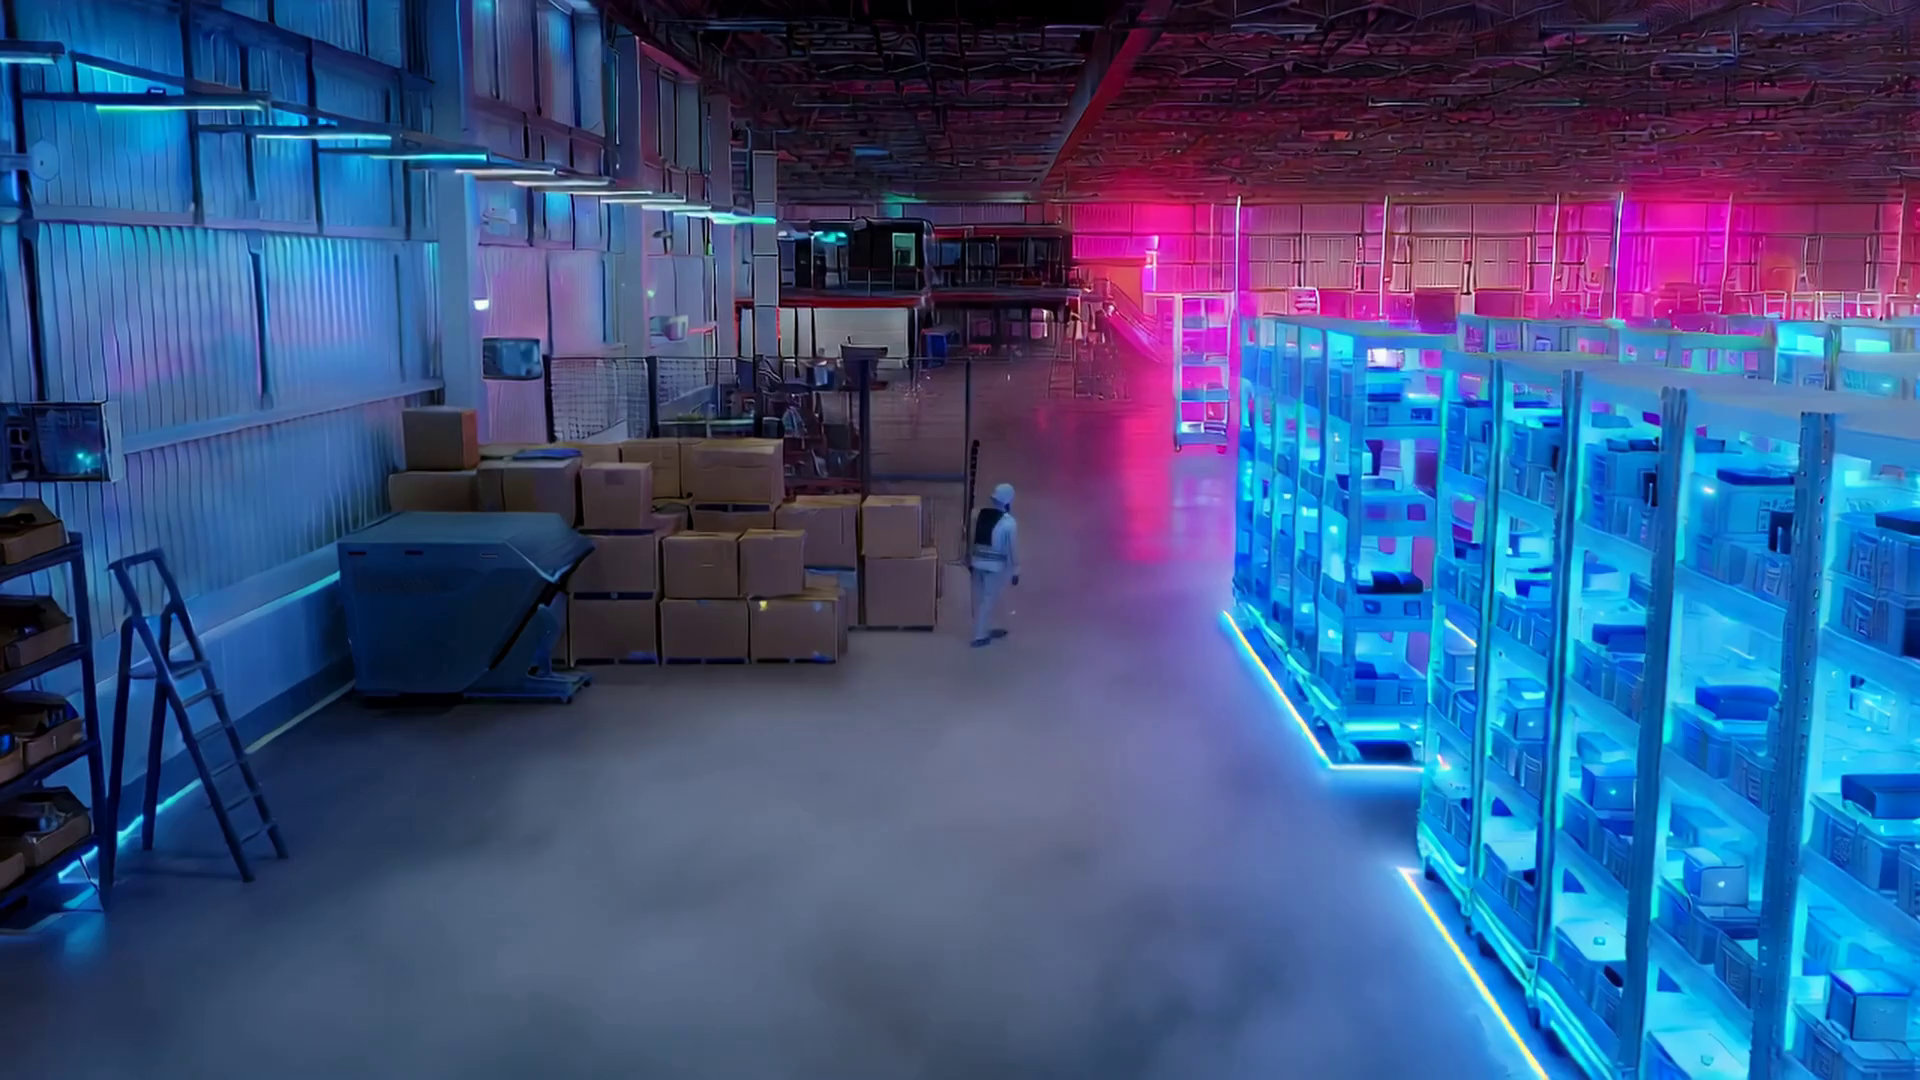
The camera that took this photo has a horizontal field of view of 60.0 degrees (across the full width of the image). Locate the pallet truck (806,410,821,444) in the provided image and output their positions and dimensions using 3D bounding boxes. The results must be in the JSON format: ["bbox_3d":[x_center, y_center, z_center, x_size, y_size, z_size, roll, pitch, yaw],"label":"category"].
[{"bbox_3d":[-3.559,-2.018,33.905,1.522,1.261,0.704,0,9,-1],"label":"pallet truck"}]

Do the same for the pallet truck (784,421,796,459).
[{"bbox_3d":[-4.013,-1.793,32.705,1.601,1.201,0.680,0,9,1],"label":"pallet truck"}]

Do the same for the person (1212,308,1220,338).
[{"bbox_3d":[15.049,-12.610,97.313,0.678,1.924,0.622,4,10,24],"label":"person"}]

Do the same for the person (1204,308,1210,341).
[{"bbox_3d":[14.480,-12.589,97.014,0.631,1.975,0.640,-7,12,-37],"label":"person"}]

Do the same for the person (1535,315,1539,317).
[{"bbox_3d":[28.324,-10.100,81.793,0.640,1.936,0.386,3,10,19],"label":"person"}]

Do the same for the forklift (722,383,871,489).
[{"bbox_3d":[-2.893,-1.687,28.729,2.680,1.987,1.157,0,9,-1],"label":"forklift"}]

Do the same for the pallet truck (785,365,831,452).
[{"bbox_3d":[-3.774,-2.976,37.635,1.885,1.965,0.823,1,9,5],"label":"pallet truck"}]

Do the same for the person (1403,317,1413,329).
[{"bbox_3d":[21.685,-9.863,80.551,0.962,1.857,0.608,-8,12,-40],"label":"person"}]

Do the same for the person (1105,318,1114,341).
[{"bbox_3d":[8.482,-12.125,94.287,0.543,1.928,0.372,4,10,24],"label":"person"}]

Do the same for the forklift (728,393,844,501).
[{"bbox_3d":[-2.979,-1.316,26.476,2.680,1.987,1.157,0,9,1],"label":"forklift"}]

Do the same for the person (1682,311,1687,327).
[{"bbox_3d":[37.875,-10.988,87.066,0.379,1.996,0.609,4,10,21],"label":"person"}]

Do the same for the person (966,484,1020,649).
[{"bbox_3d":[0.403,0.281,18.224,0.596,1.778,0.815,9,13,43],"label":"person"}]

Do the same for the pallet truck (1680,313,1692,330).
[{"bbox_3d":[36.315,-10.531,84.244,0.823,1.965,1.885,-6,11,-33],"label":"pallet truck"}]

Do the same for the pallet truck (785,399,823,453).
[{"bbox_3d":[-3.814,-2.432,36.419,1.630,1.274,0.653,0,9,1],"label":"pallet truck"}]

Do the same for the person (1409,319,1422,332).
[{"bbox_3d":[21.899,-9.741,79.986,0.634,1.812,0.883,6,11,35],"label":"person"}]

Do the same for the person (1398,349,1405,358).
[{"bbox_3d":[14.668,-5.738,55.438,0.659,1.746,0.530,7,11,36],"label":"person"}]

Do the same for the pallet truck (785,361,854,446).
[{"bbox_3d":[-3.410,-3.193,38.978,1.885,1.965,0.823,0,9,-1],"label":"pallet truck"}]

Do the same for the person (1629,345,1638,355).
[{"bbox_3d":[24.281,-6.532,59.439,0.535,2.000,0.692,-7,11,-36],"label":"person"}]

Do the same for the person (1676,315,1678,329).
[{"bbox_3d":[39.000,-11.413,90.440,0.572,1.754,0.546,5,11,30],"label":"person"}]

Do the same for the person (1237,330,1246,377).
[{"bbox_3d":[10.719,-7.077,63.304,0.448,1.882,0.587,2,10,15],"label":"person"}]

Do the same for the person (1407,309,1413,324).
[{"bbox_3d":[25.638,-12.205,94.821,0.398,1.919,0.587,5,11,30],"label":"person"}]
